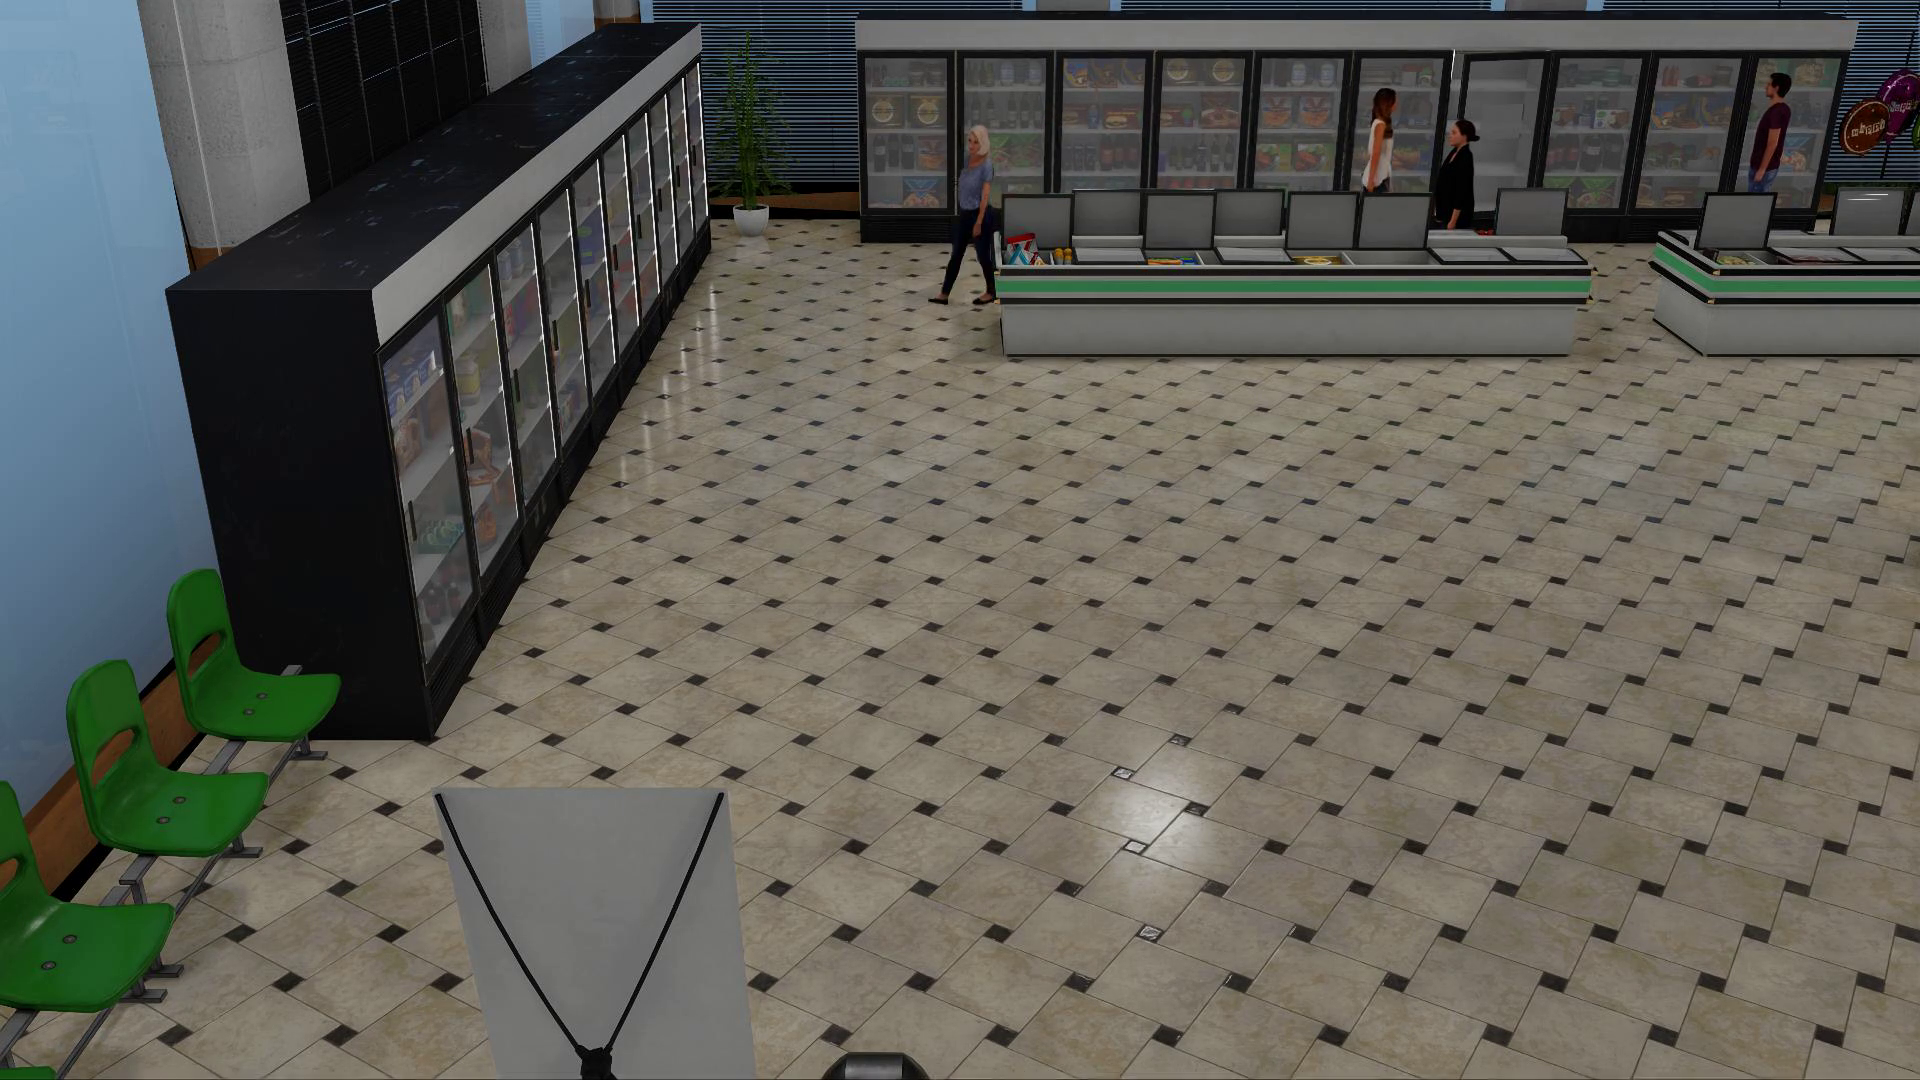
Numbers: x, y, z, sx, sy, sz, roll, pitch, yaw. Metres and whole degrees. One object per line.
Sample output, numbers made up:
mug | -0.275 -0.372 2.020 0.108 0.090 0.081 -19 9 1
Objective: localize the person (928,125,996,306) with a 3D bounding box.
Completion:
person | 0.227 -2.933 15.176 1.091 1.677 0.967 -13 27 -27

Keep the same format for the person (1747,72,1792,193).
person | 8.230 -3.832 17.009 0.735 1.853 0.744 13 27 27

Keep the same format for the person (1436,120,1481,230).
person | 4.538 -2.977 15.224 0.552 1.719 0.627 0 24 -1
